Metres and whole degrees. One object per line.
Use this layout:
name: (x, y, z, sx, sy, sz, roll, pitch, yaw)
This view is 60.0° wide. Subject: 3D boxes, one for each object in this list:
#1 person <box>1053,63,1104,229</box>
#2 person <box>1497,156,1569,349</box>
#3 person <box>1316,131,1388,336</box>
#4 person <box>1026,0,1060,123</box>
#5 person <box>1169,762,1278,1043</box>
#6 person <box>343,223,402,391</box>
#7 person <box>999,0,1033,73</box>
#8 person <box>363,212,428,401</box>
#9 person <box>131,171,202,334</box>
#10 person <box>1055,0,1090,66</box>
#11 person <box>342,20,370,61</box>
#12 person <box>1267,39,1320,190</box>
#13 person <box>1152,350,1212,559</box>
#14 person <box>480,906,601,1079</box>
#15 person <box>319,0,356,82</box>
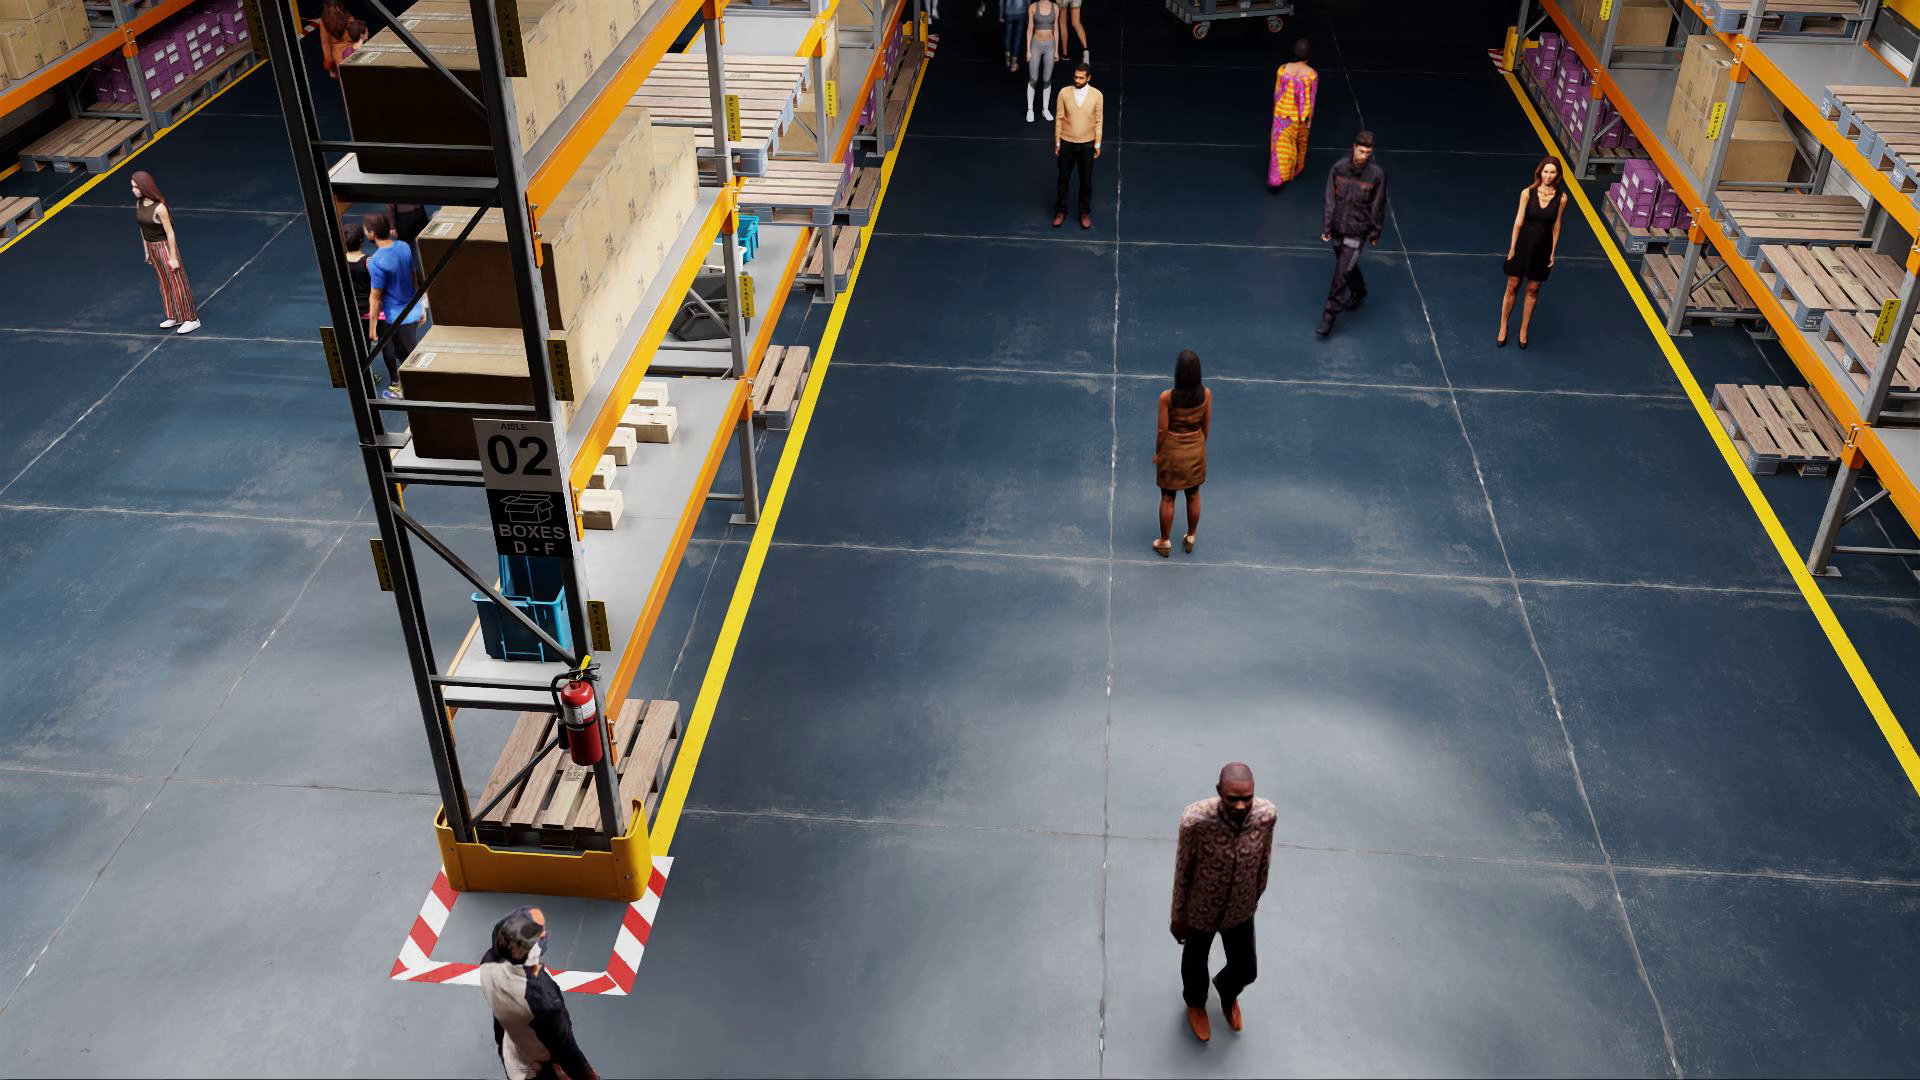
person: (1.240, -4.186, 17.574, 0.649, 1.751, 0.573, 4, 34, 6)
person: (5.196, -2.599, 15.112, 0.615, 1.834, 0.570, 8, 34, 12)
person: (3.684, -2.939, 15.580, 1.148, 1.881, 1.362, 22, 40, 30)
person: (1.001, -5.986, 20.326, 0.623, 1.702, 0.622, -6, 34, -8)
person: (1.307, 1.797, 8.536, 0.722, 1.792, 0.661, -3, 34, -4)
person: (-5.172, -2.039, 14.523, 0.546, 1.553, 0.501, 4, 34, 6)
person: (0.718, -6.913, 21.935, 0.627, 1.465, 0.736, 8, 34, 11)
person: (-4.604, -1.848, 13.972, 0.809, 1.845, 0.888, 9, 35, 13)
person: (-7.430, -2.692, 15.498, 0.632, 1.561, 0.641, 18, 38, 25)
person: (1.486, -7.192, 22.046, 0.989, 1.808, 1.181, -13, 36, -19)
person: (-6.617, -4.784, 18.419, 0.974, 1.812, 1.170, 18, 38, 25)
person: (3.665, -4.722, 18.448, 0.875, 1.676, 1.227, 12, 36, 18)
person: (1.636, -0.629, 12.282, 0.621, 1.685, 0.608, -8, 34, -12)
person: (-1.967, 2.438, 7.525, 1.280, 1.843, 1.235, -24, 40, -31)
person: (-7.272, -5.588, 19.761, 0.881, 1.666, 1.271, -6, 34, -9)
